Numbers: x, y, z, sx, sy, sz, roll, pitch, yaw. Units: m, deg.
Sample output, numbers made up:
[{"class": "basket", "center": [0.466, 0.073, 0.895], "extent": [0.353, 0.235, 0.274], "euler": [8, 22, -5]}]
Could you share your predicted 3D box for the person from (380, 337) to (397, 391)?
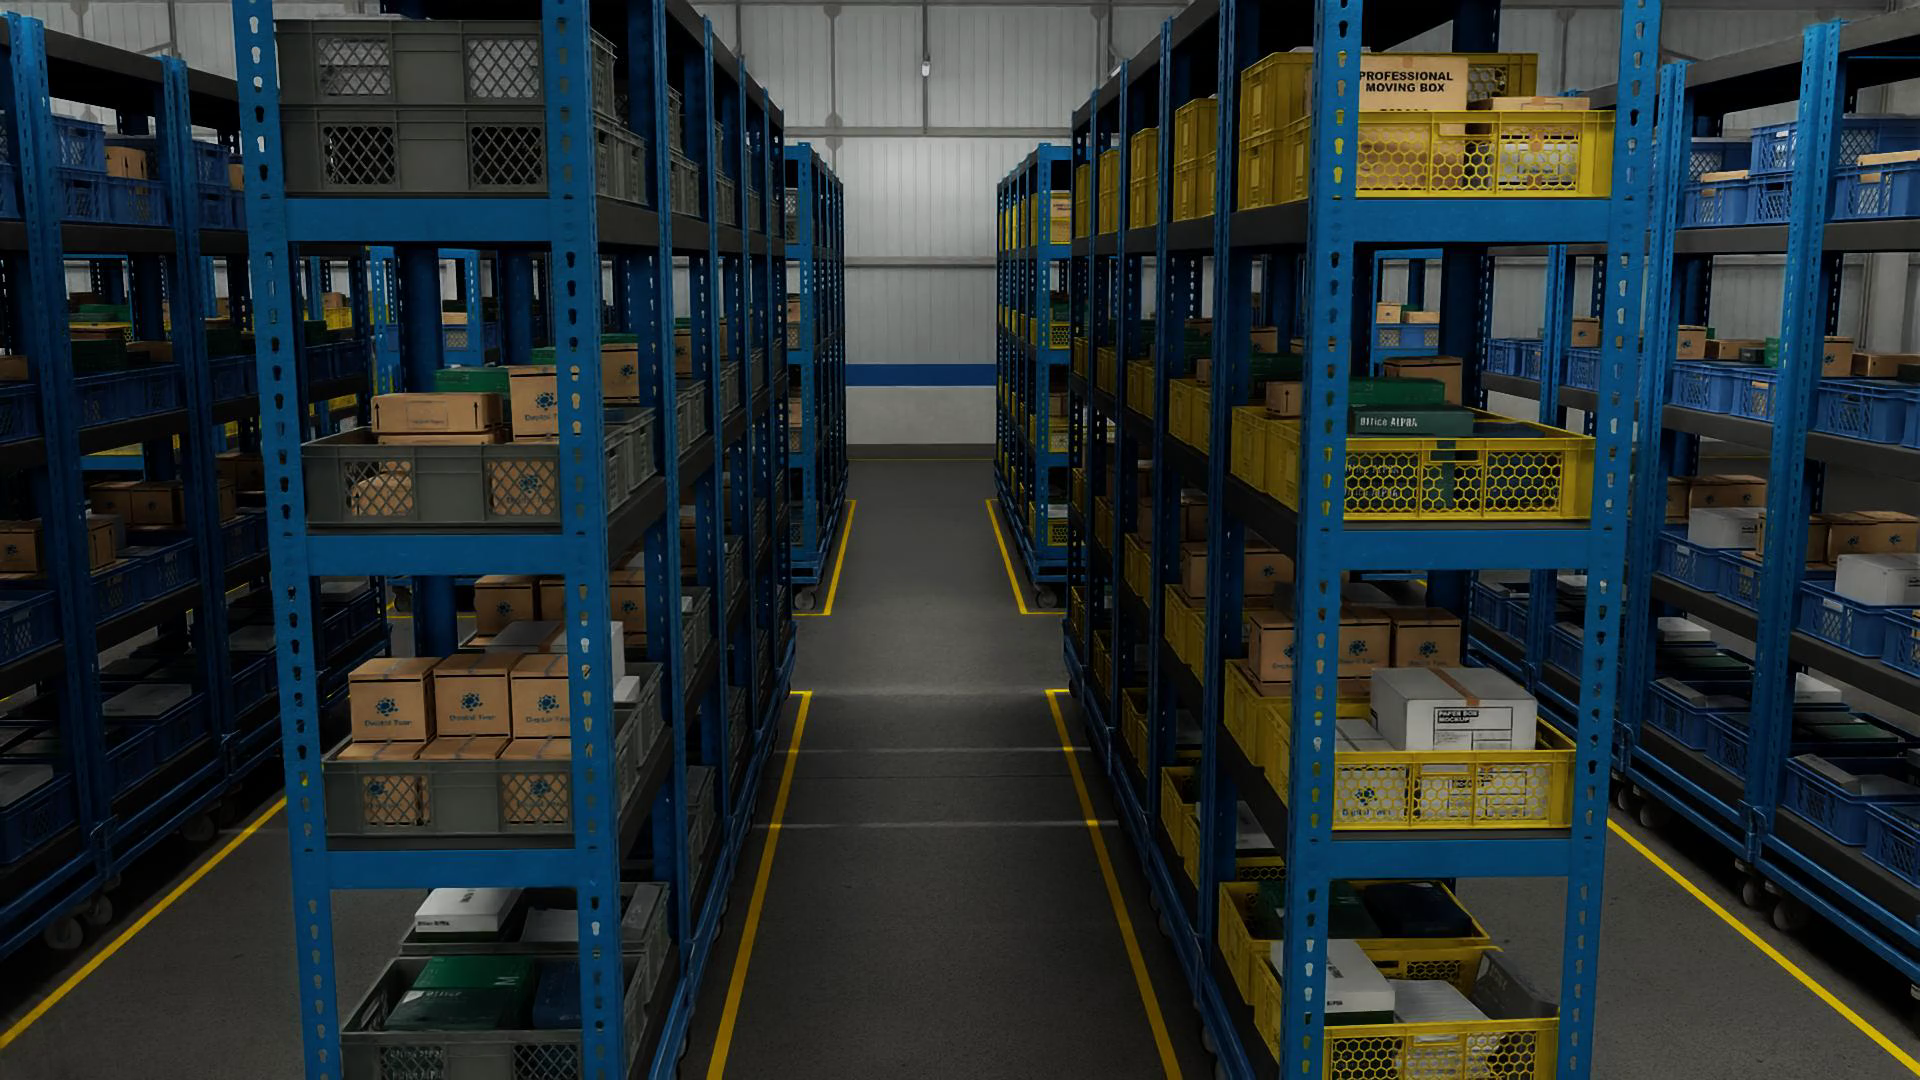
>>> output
[{"class": "person", "center": [-7.233, -1.617, 20.682], "extent": [0.811, 1.825, 0.579], "euler": [0, 9, 0]}]
